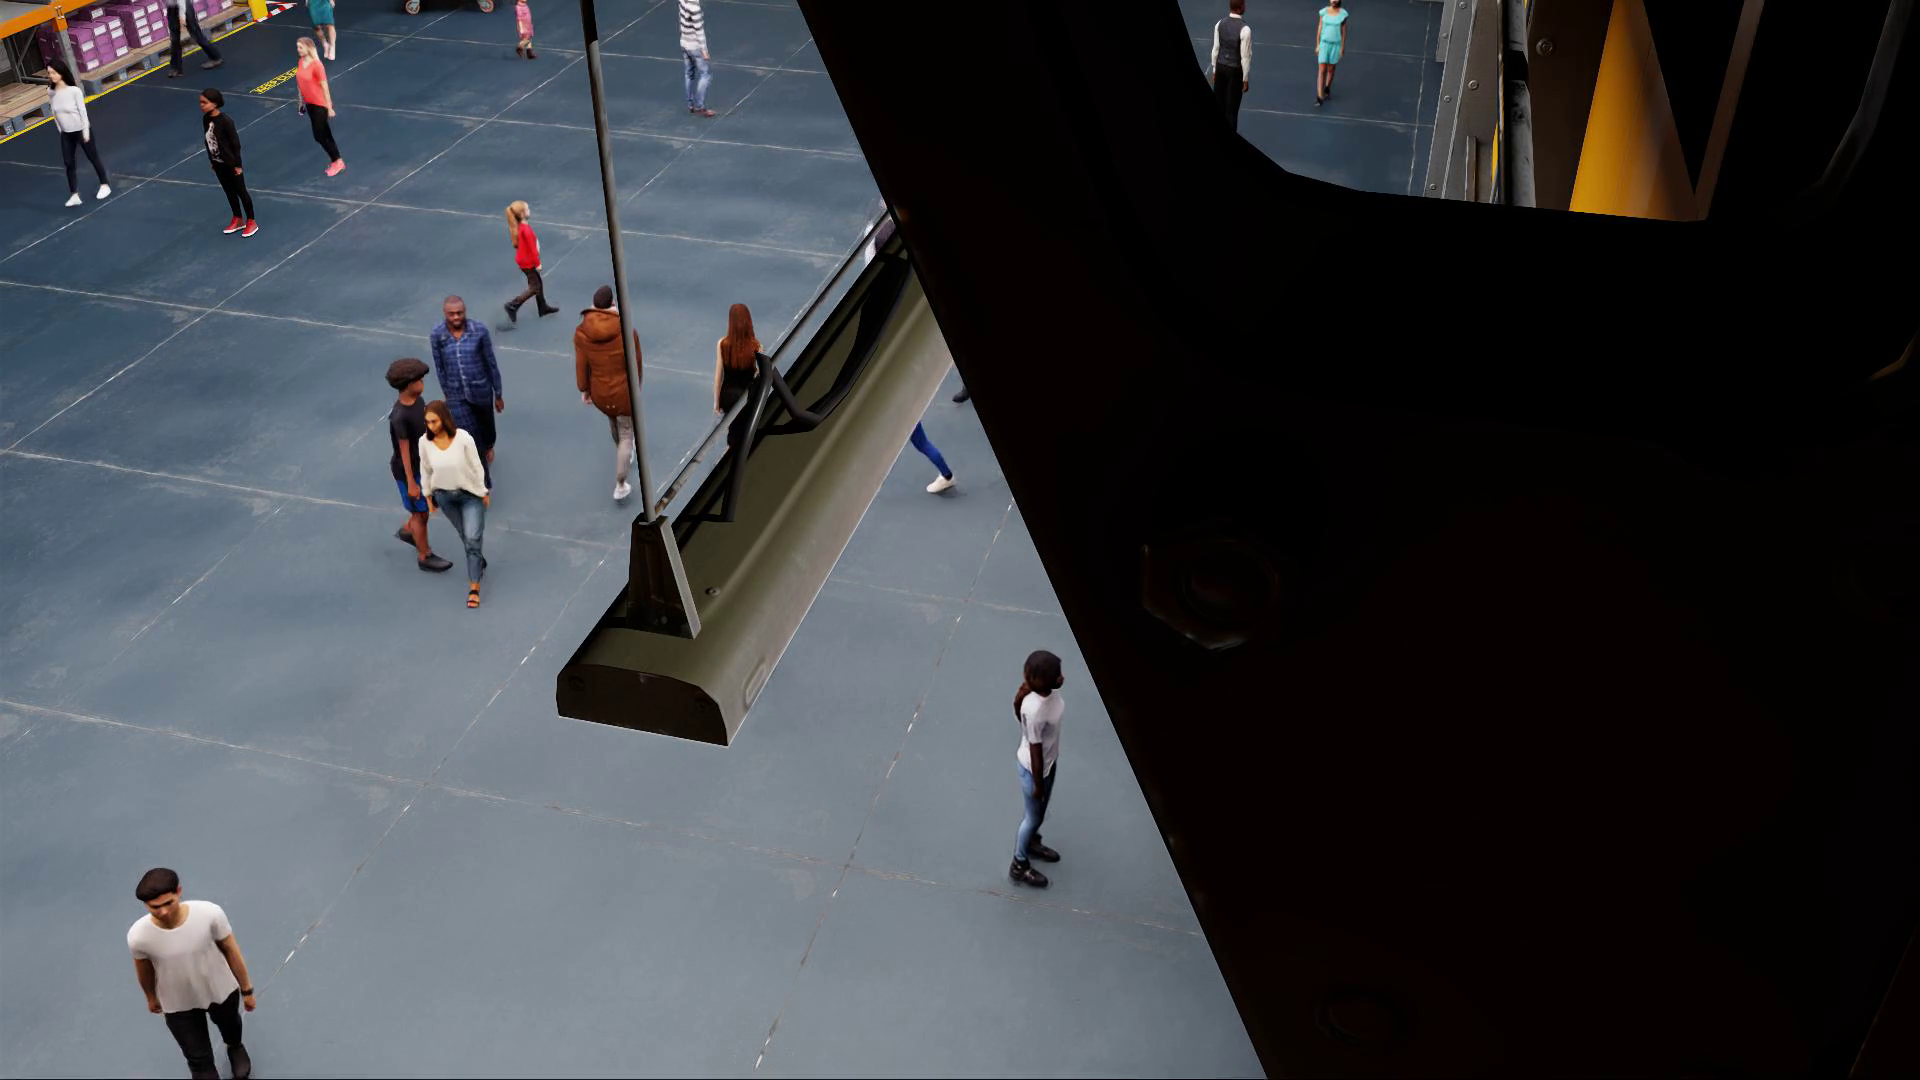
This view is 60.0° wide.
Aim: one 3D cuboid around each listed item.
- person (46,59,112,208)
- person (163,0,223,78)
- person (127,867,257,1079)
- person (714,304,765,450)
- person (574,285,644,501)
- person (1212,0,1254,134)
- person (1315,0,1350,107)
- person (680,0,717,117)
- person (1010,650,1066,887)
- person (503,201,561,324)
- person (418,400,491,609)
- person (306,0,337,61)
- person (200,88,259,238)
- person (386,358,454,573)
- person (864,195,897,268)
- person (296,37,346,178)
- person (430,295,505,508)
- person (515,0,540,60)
[{"bbox_3d":[-10.276,-4.799,19.454,0.732,1.678,0.964,1,34,2],"label":"person"},{"bbox_3d":[-10.881,-7.431,23.324,0.864,1.777,1.220,23,40,30],"label":"person"},{"bbox_3d":[-4.005,2.309,8.756,1.077,1.682,1.162,-16,37,-22],"label":"person"},{"bbox_3d":[-1.862,-1.104,13.875,0.598,1.701,0.638,4,34,7],"label":"person"},{"bbox_3d":[-2.906,-1.192,13.933,0.790,1.784,1.189,3,34,4],"label":"person"},{"bbox_3d":[3.374,-5.842,20.808,0.783,1.916,0.761,27,42,34],"label":"person"},{"bbox_3d":[5.003,-6.658,22.396,0.570,1.517,1.032,9,35,14],"label":"person"},{"bbox_3d":[-3.500,-6.516,21.903,0.766,1.827,0.798,27,42,34],"label":"person"},{"bbox_3d":[0.479,1.365,10.143,0.618,1.721,0.438,8,35,12],"label":"person"},{"bbox_3d":[-4.404,-2.791,16.803,0.848,1.268,0.800,-17,37,-24],"label":"person"},{"bbox_3d":[-3.842,-0.385,12.835,0.750,1.655,0.987,1,34,2],"label":"person"},{"bbox_3d":[-9.187,-7.767,23.919,0.661,1.677,0.679,-4,34,-6],"label":"person"},{"bbox_3d":[-8.204,-4.238,18.612,0.625,1.675,0.573,14,36,20],"label":"person"},{"bbox_3d":[-4.343,-0.586,13.028,0.793,1.774,0.704,8,35,12],"label":"person"},{"bbox_3d":[-0.609,-2.370,15.709,0.905,1.778,1.310,0,34,1],"label":"person"},{"bbox_3d":[-7.698,-5.275,20.170,0.708,1.677,0.746,25,41,32],"label":"person"},{"bbox_3d":[-4.124,-1.259,14.040,1.043,1.775,1.293,-7,34,-11],"label":"person"},{"bbox_3d":[-6.335,-7.465,24.062,0.533,1.018,0.517,3,34,5],"label":"person"}]
